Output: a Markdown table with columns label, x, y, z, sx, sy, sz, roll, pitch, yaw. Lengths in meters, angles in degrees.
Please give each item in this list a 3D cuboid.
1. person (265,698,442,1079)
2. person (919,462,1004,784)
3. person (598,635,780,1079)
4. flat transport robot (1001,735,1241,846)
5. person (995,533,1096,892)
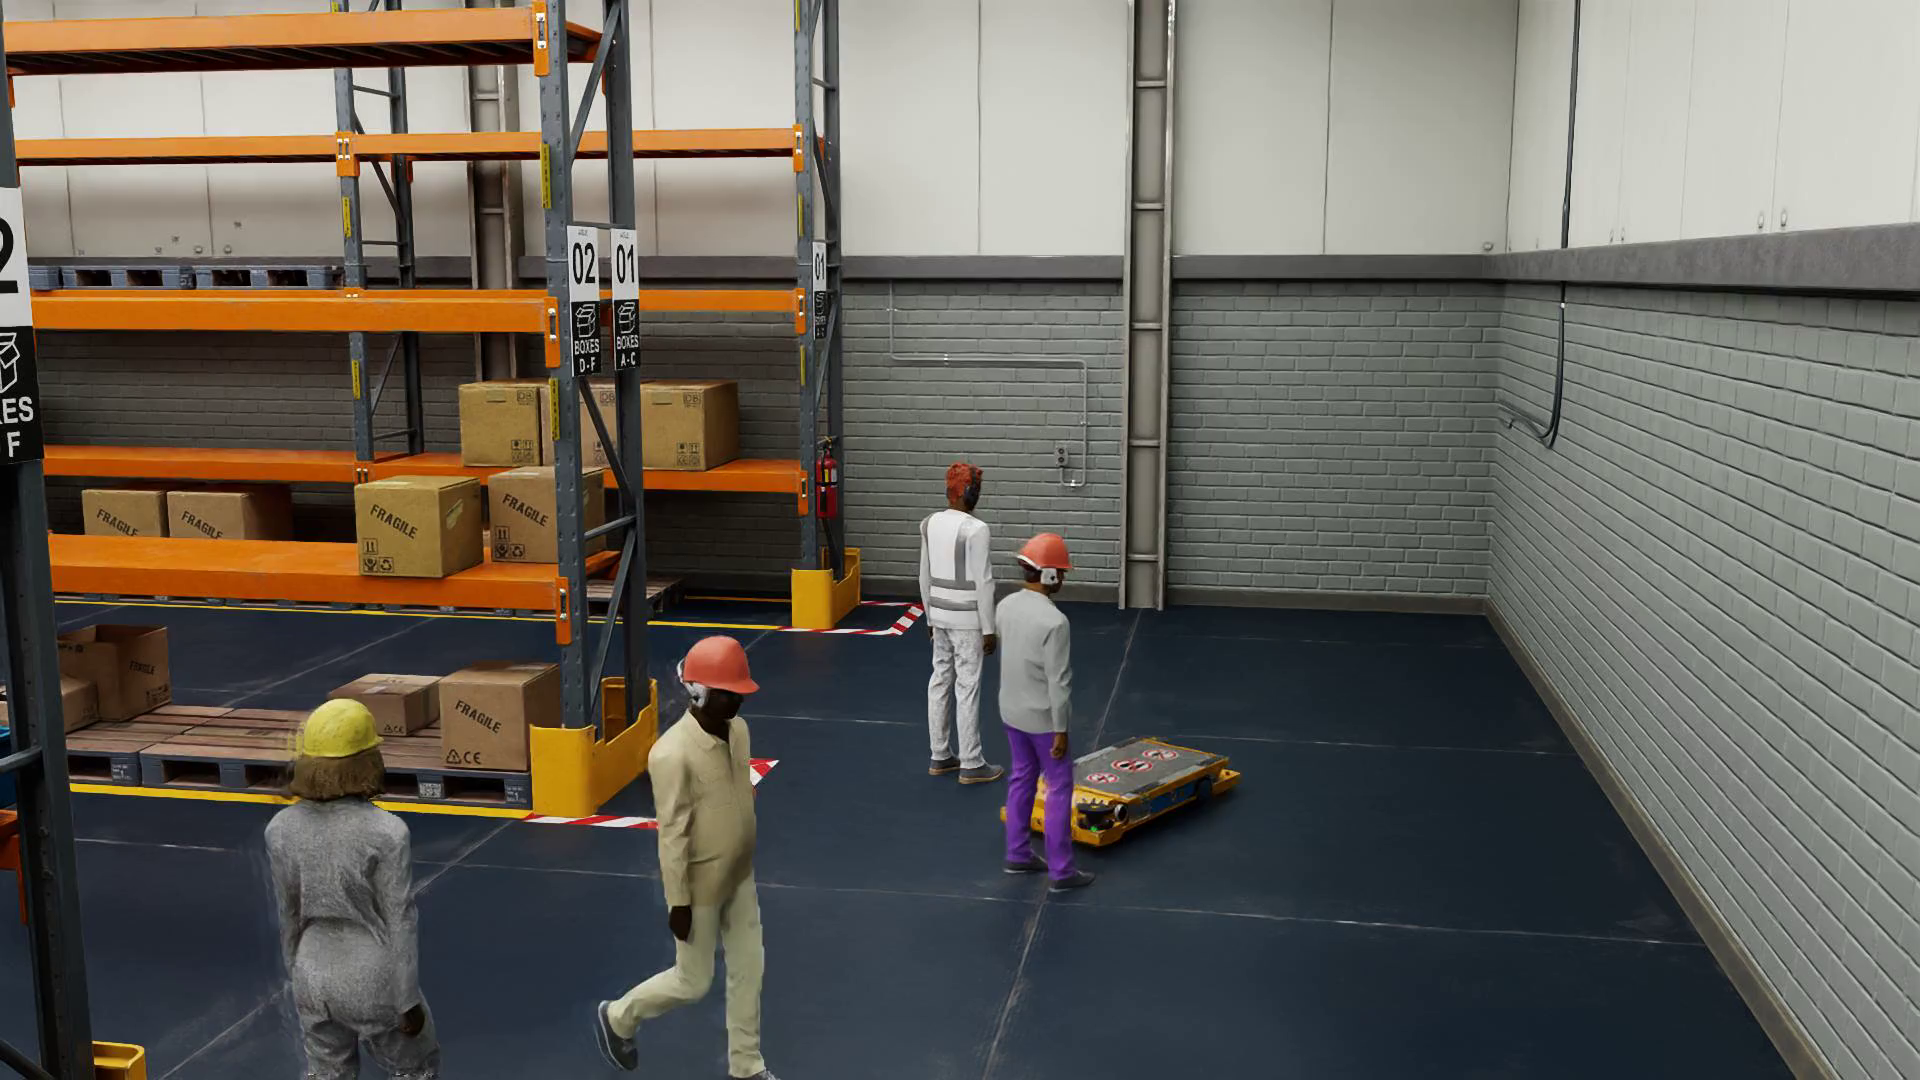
| label | x | y | z | sx | sy | sz | roll | pitch | yaw |
| --- | --- | --- | --- | --- | --- | --- | --- | --- | --- |
| person | -1.813 | 1.323 | 5.019 | 0.497 | 1.728 | 0.409 | 2 | 9 | 14 |
| person | -0.001 | 0.481 | 9.776 | 0.358 | 1.887 | 0.572 | -8 | 12 | -40 |
| person | -0.957 | 1.177 | 5.990 | 0.678 | 1.722 | 0.568 | 4 | 10 | 25 |
| flat transport robot | 0.922 | 1.368 | 9.270 | 0.652 | 0.197 | 1.431 | 7 | 12 | 39 |
| person | 0.403 | 0.826 | 8.091 | 0.377 | 1.739 | 0.572 | -6 | 11 | -31 |
